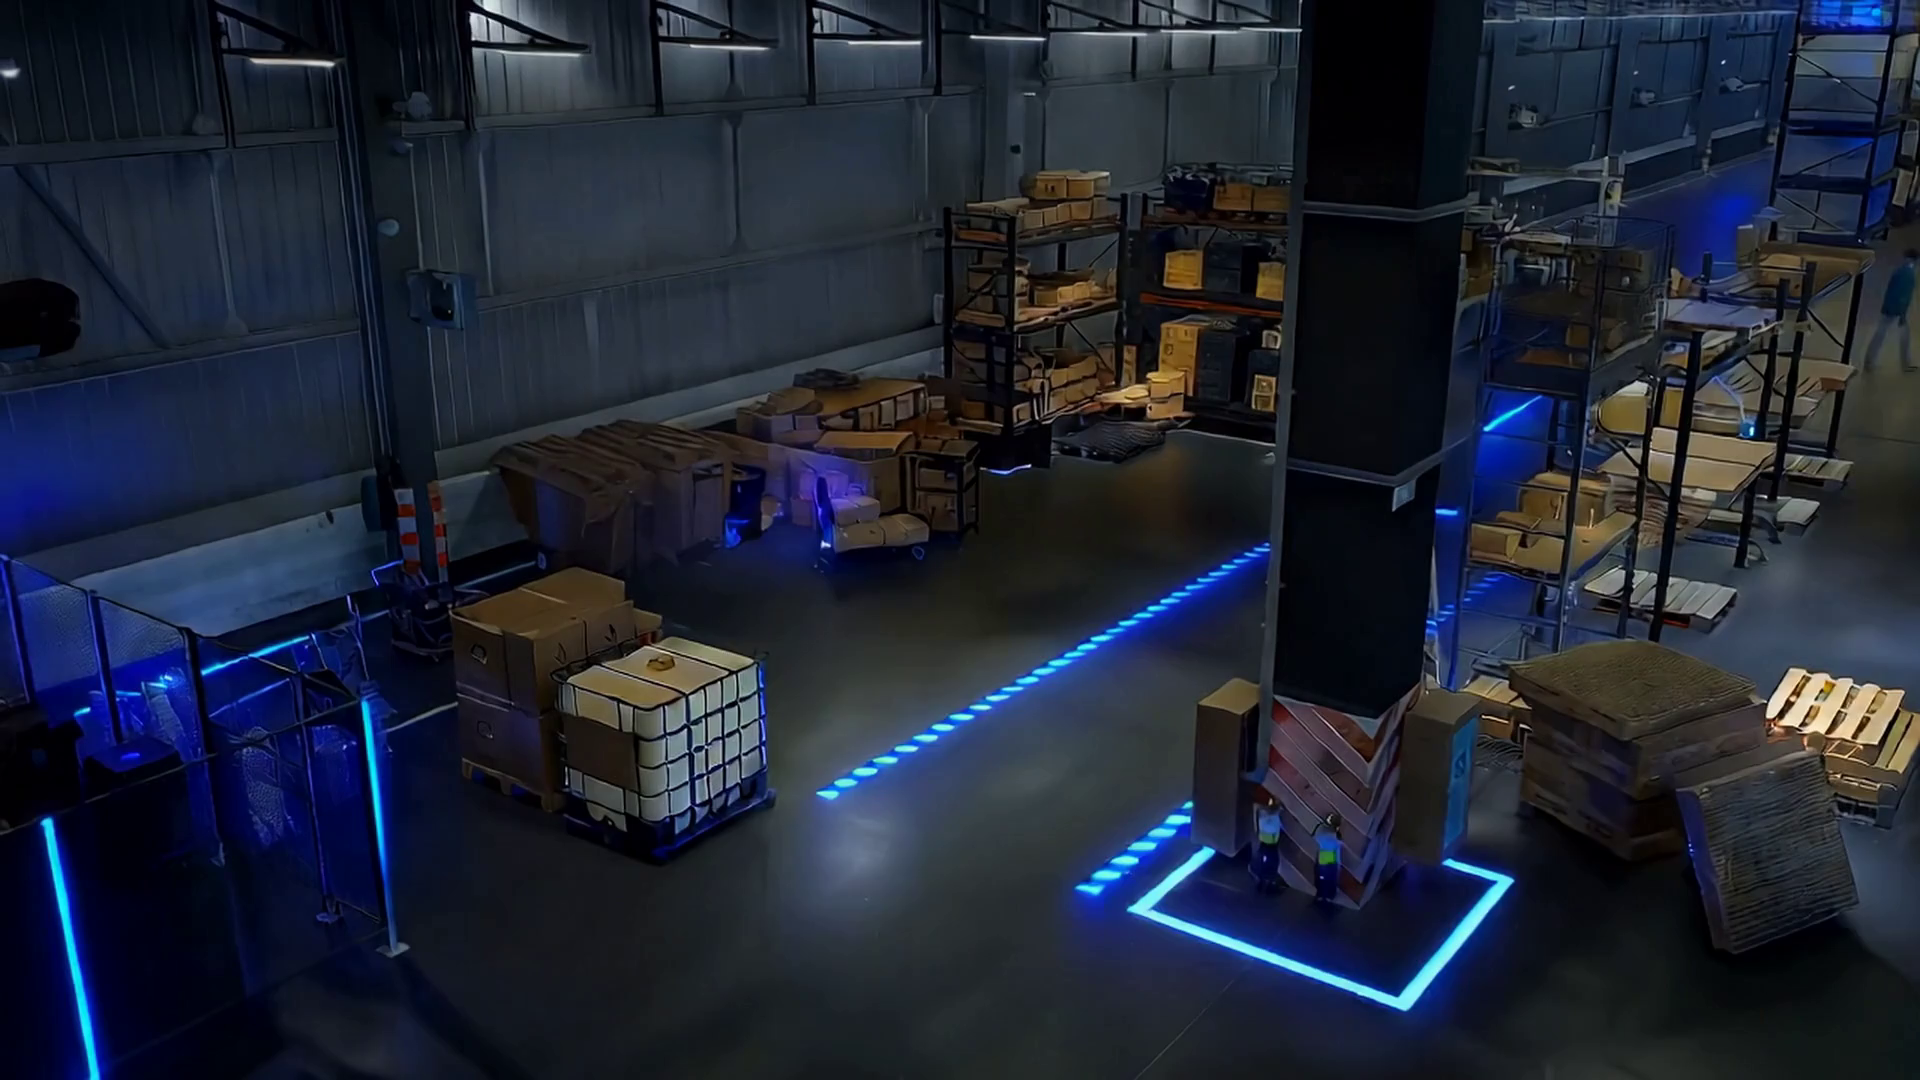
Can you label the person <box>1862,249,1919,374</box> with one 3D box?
[{"bbox_3d":[14.690,-3.553,25.978,0.926,1.939,0.630,-2,18,-5],"label":"person"}]
